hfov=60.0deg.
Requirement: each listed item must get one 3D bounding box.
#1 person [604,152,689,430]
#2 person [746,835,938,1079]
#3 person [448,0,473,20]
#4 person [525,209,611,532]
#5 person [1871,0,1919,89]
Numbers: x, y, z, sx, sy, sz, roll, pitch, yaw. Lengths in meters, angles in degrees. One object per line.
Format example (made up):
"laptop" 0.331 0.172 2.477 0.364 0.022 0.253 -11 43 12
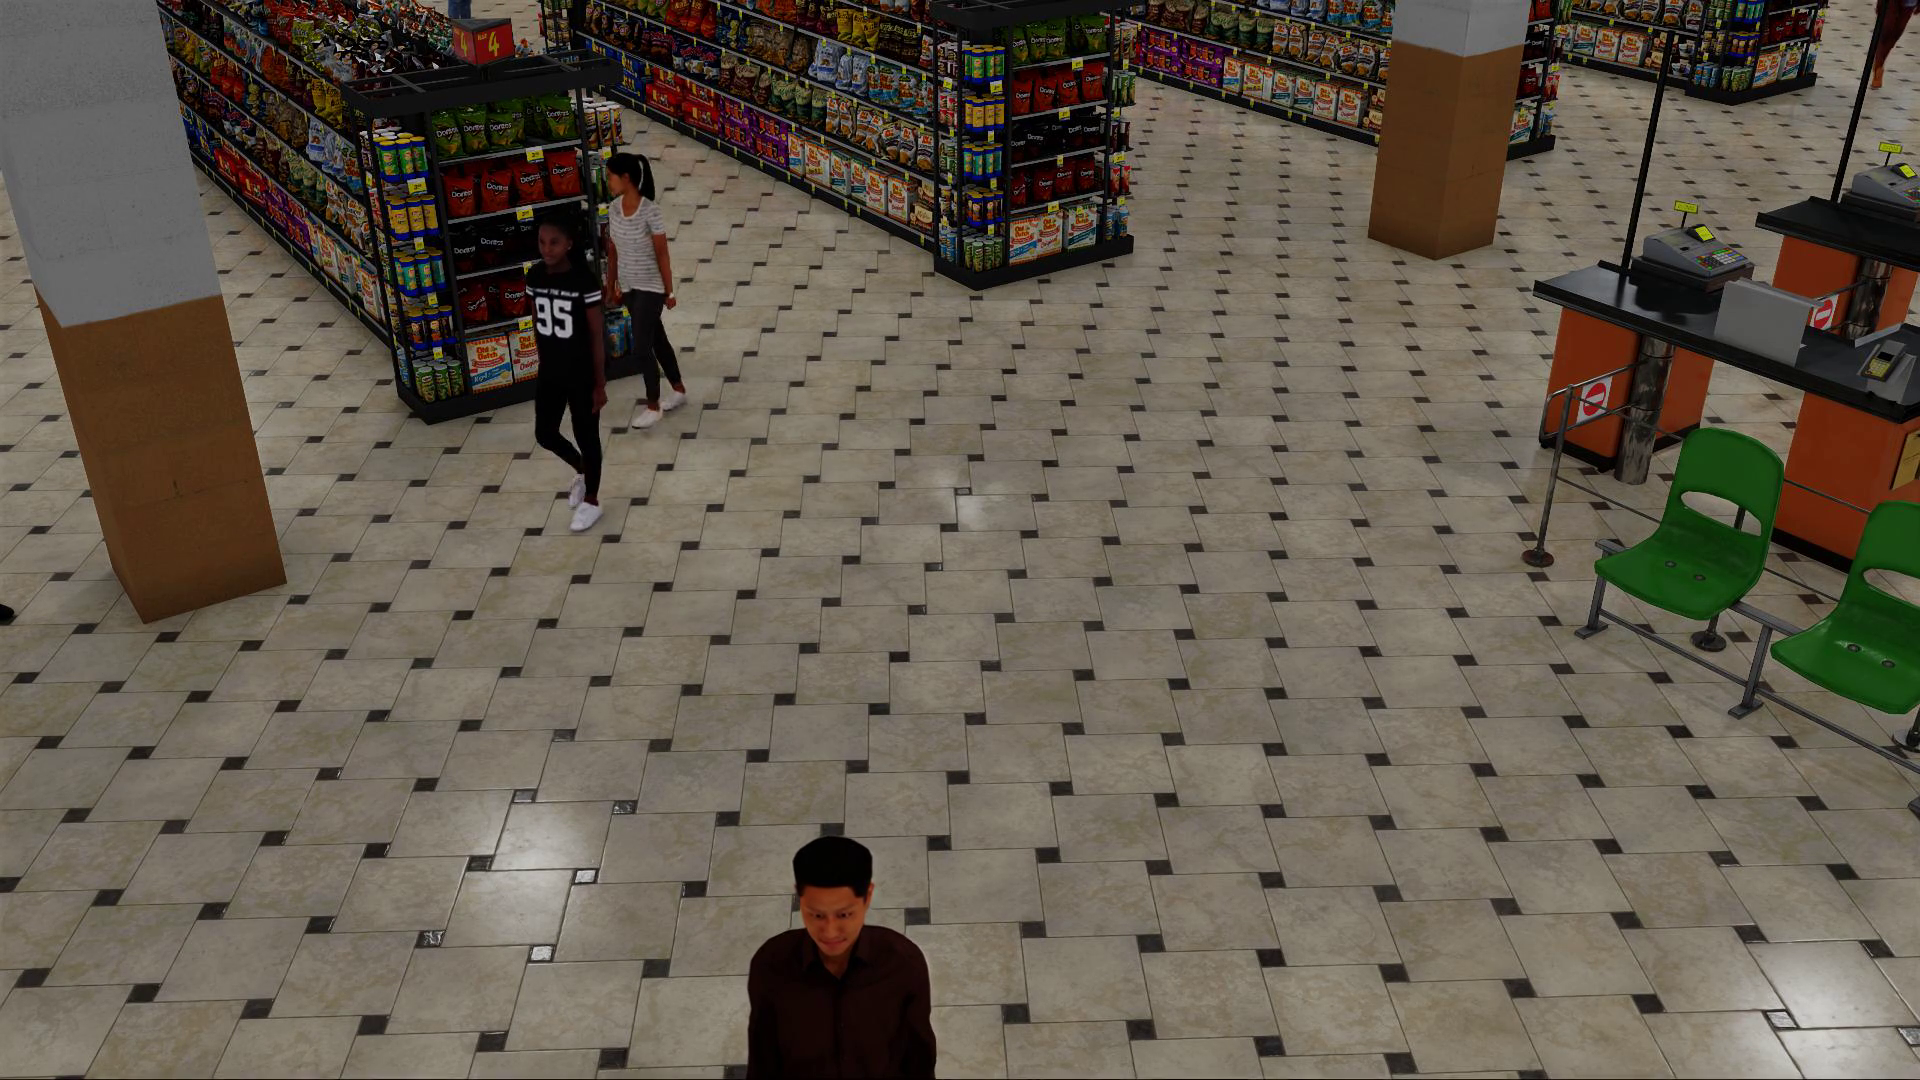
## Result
"person" -1.857 -1.542 10.073 0.803 1.618 0.780 21 35 33
"person" -0.307 1.496 4.338 0.719 1.782 0.700 -3 29 -6
"person" -5.806 -6.678 19.200 0.789 1.886 0.754 8 30 14
"person" -2.008 -0.895 8.782 0.784 1.719 0.844 8 30 15
"person" 9.927 -5.692 17.603 1.177 1.686 1.138 8 30 15
